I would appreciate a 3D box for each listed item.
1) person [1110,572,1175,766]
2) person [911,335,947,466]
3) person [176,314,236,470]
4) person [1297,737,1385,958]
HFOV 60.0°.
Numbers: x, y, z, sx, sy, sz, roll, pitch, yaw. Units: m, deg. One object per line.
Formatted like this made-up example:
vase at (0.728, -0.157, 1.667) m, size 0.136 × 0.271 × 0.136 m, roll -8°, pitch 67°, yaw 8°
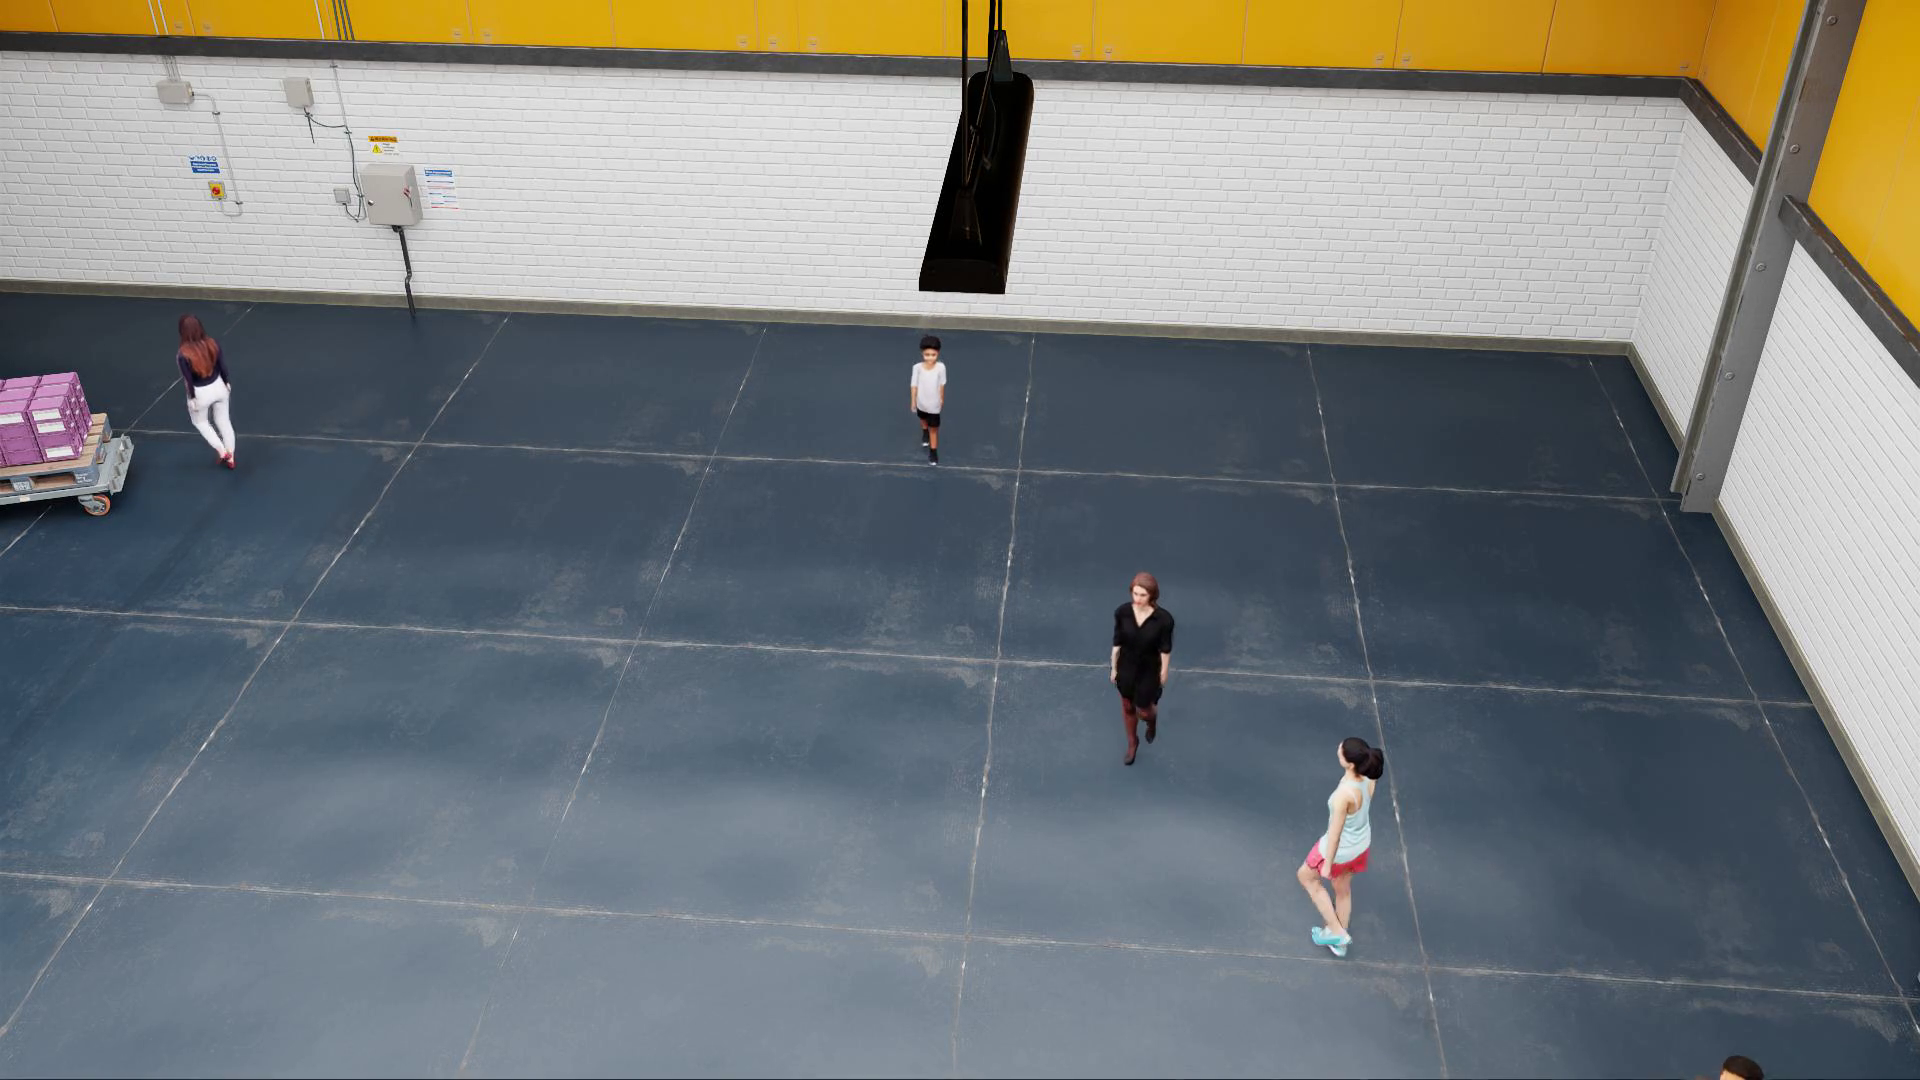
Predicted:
person at (1.328, 0.899, 12.125) m, size 0.698 × 1.699 × 0.768 m, roll 14°, pitch 36°, yaw 20°
person at (-0.311, -1.403, 16.011) m, size 0.502 × 1.229 × 0.882 m, roll 1°, pitch 34°, yaw 2°
person at (-7.024, -1.354, 15.603) m, size 0.778 × 1.600 × 0.698 m, roll 25°, pitch 41°, yaw 32°
person at (2.470, 1.983, 10.445) m, size 0.751 × 1.752 × 0.819 m, roll -28°, pitch 43°, yaw -35°
